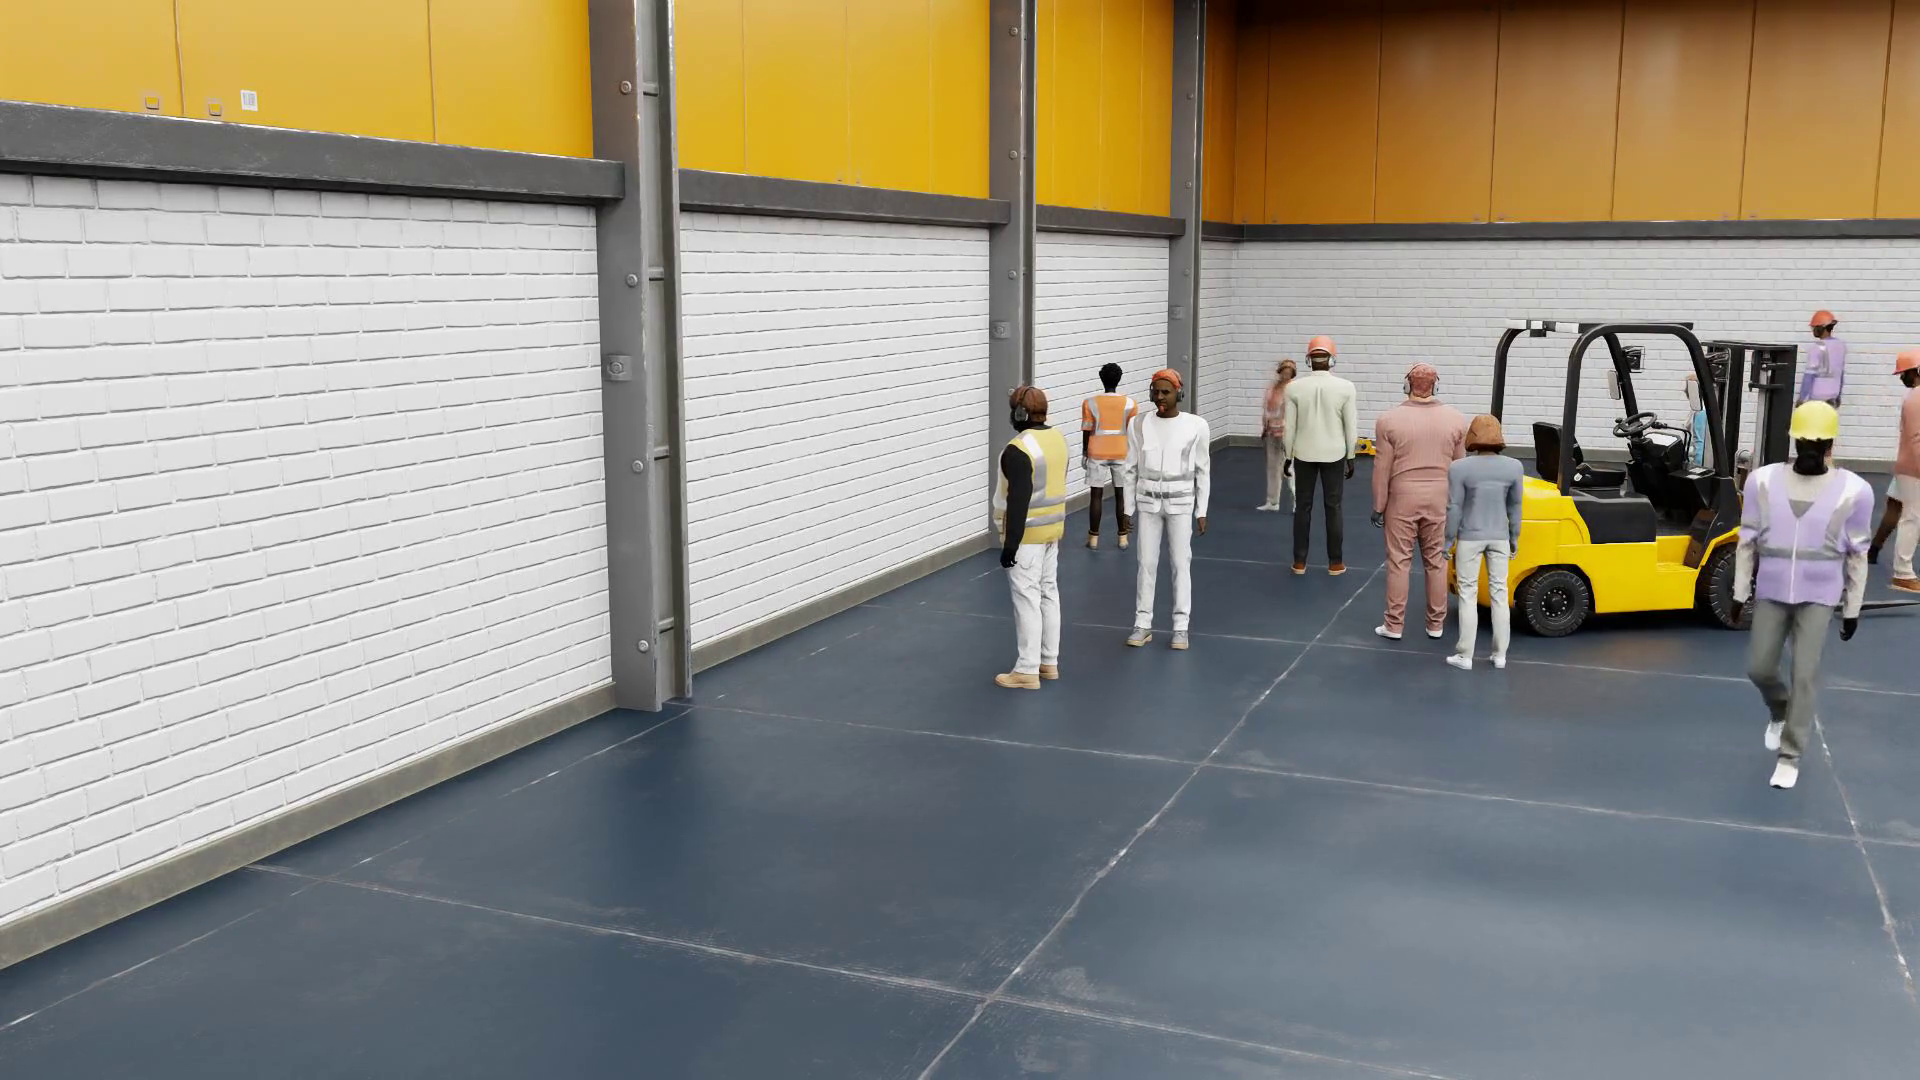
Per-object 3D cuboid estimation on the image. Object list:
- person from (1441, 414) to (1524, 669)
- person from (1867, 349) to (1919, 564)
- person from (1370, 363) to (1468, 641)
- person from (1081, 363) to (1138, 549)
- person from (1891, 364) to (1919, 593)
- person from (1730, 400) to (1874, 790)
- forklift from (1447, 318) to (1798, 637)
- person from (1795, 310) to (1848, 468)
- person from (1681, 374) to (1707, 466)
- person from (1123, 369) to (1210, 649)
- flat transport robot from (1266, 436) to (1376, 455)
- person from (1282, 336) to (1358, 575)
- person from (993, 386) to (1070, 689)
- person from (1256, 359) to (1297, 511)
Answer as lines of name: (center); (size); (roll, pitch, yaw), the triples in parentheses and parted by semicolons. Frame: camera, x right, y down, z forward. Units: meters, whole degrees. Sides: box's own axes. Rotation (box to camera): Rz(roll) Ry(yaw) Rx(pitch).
person: (3.323, 0.012, 10.600); (0.507, 1.631, 0.275); (-1, 9, -5)
person: (8.082, -0.665, 14.016); (0.619, 1.865, 1.031); (-5, 11, -28)
person: (3.126, -0.257, 11.404); (0.641, 1.908, 0.407); (0, 9, -3)
person: (1.358, -0.758, 15.094); (0.531, 1.691, 0.318); (-1, 9, -4)
person: (7.523, -0.520, 12.896); (0.638, 1.944, 0.563); (-6, 11, -31)
person: (4.189, 0.252, 8.293); (0.600, 1.914, 0.616); (7, 12, 38)
forklift: (4.706, -0.497, 11.990); (2.313, 2.155, 1.214); (-2, 10, -10)
person: (10.469, -1.782, 20.268); (0.658, 2.033, 0.433); (-5, 11, -27)
person: (6.499, -0.650, 14.645); (0.321, 1.627, 0.530); (4, 10, 21)
person: (1.375, -0.206, 11.161); (0.584, 1.882, 0.339); (3, 10, 19)
flat transport robot: (4.944, -1.276, 22.526); (1.431, 0.197, 0.652); (-2, 10, -12)
person: (2.987, -0.697, 13.828); (0.610, 1.986, 0.393); (3, 10, 15)
person: (0.419, -0.018, 10.156); (0.429, 1.841, 0.633); (5, 11, 30)
person: (3.328, -1.066, 17.221); (0.323, 1.611, 0.604); (-5, 10, -27)
